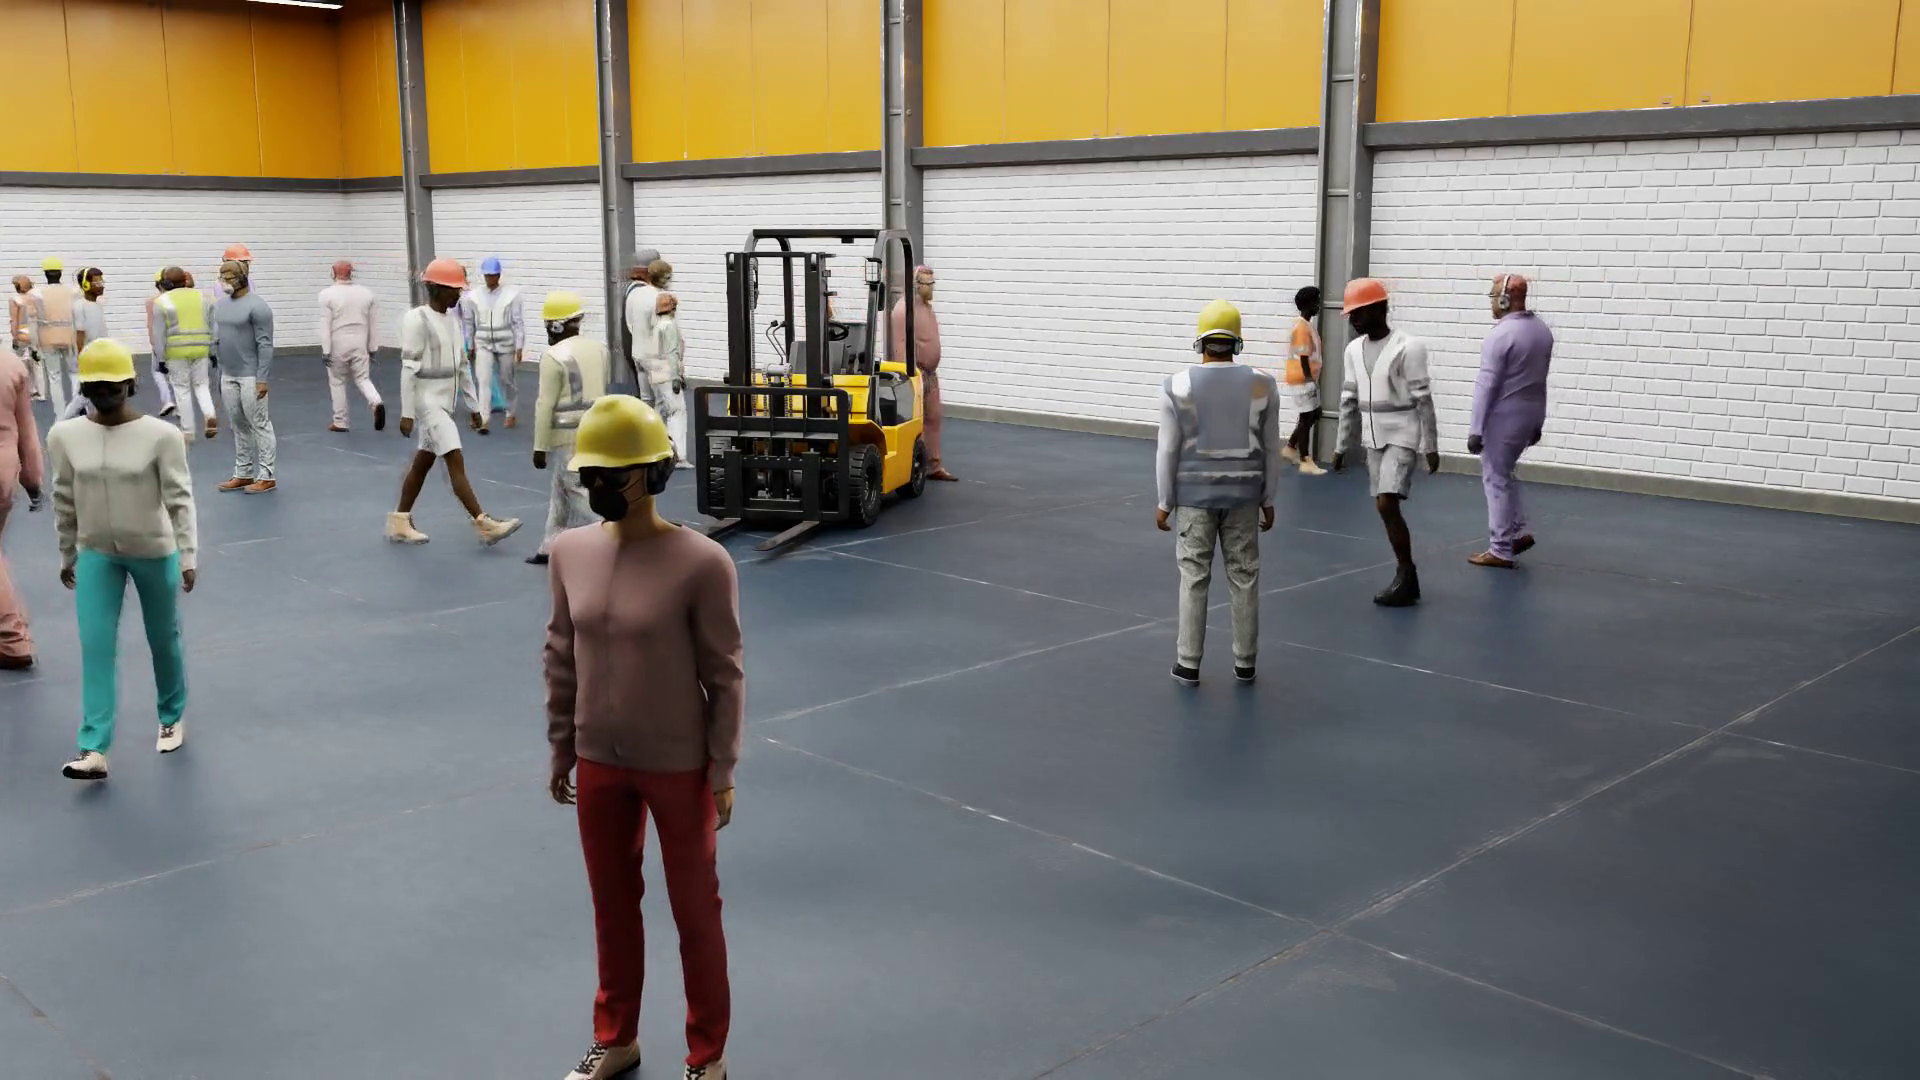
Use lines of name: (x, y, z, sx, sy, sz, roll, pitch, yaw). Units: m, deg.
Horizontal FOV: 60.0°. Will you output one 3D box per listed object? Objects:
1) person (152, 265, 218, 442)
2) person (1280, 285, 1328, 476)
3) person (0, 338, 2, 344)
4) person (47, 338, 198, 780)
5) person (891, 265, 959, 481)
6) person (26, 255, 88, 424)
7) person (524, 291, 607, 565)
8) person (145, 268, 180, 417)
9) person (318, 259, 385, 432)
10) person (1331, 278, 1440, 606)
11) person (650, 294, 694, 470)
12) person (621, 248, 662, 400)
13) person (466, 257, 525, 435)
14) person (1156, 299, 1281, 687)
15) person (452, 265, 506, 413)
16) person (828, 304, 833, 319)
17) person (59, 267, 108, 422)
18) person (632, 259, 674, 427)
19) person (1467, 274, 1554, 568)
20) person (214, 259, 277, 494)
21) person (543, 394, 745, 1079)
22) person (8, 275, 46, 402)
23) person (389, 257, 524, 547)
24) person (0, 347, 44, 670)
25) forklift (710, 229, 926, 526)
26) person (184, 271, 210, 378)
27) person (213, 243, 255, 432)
person: (-7.945, -1.904, 17.114, 0.541, 1.827, 0.647, 9, 14, 40)
person: (3.099, -1.415, 14.808, 0.401, 1.694, 0.551, 4, 11, 19)
person: (-11.887, -2.485, 20.160, 0.328, 1.873, 0.521, 5, 11, 25)
person: (-3.317, 0.077, 6.583, 0.557, 1.722, 0.878, -2, 11, -11)
person: (-0.440, -1.432, 14.403, 0.746, 1.883, 0.666, 4, 11, 23)
person: (-10.020, -2.203, 18.523, 0.588, 1.913, 0.536, -8, 13, -38)
person: (-2.439, -0.662, 10.506, 0.876, 1.808, 0.607, 3, 11, 18)
person: (-9.260, -2.301, 19.490, 0.396, 1.754, 0.531, 10, 14, 43)
person: (-6.567, -2.081, 17.945, 0.778, 1.881, 0.646, 9, 14, 41)
person: (2.468, -0.566, 9.650, 0.594, 1.884, 0.583, -6, 12, -31)
person: (-2.662, -1.456, 15.290, 0.341, 1.599, 0.597, -4, 11, -21)
person: (-3.108, -1.834, 16.142, 0.745, 2.000, 0.689, -4, 11, -22)
person: (-5.040, -2.109, 18.055, 0.638, 1.892, 1.020, -1, 10, -5)
person: (1.212, -0.213, 7.869, 0.586, 1.835, 0.403, 0, 10, -1)
person: (-5.897, -2.367, 19.743, 0.988, 1.791, 0.589, -2, 11, -12)
person: (-1.281, -1.471, 15.420, 0.891, 1.581, 0.508, -4, 11, -20)
person: (-8.495, -1.741, 16.221, 0.966, 1.832, 0.546, 0, 10, 3)
person: (-2.892, -1.662, 15.579, 0.421, 1.910, 0.676, -6, 12, -32)
person: (3.485, -0.758, 10.687, 0.668, 1.887, 0.438, -9, 14, -41)
person: (-5.936, -1.350, 13.787, 0.632, 1.939, 0.368, 6, 12, 29)
person: (-0.768, 0.532, 3.993, 0.528, 1.767, 0.329, 4, 11, 21)
person: (-11.949, -2.569, 21.287, 0.386, 1.623, 0.538, 3, 11, 15)
person: (-3.499, -0.926, 11.361, 1.082, 1.973, 0.627, 2, 11, 11)
person: (-4.989, -0.300, 8.258, 1.012, 1.857, 0.664, 5, 12, 26)
forklift: (-1.050, -1.319, 12.920, 1.214, 2.155, 2.313, 2, 11, 13)
person: (-11.159, -3.080, 24.097, 0.513, 1.625, 0.390, 0, 10, -2)
person: (-7.818, -2.201, 18.138, 0.375, 2.044, 0.605, 2, 11, 10)
